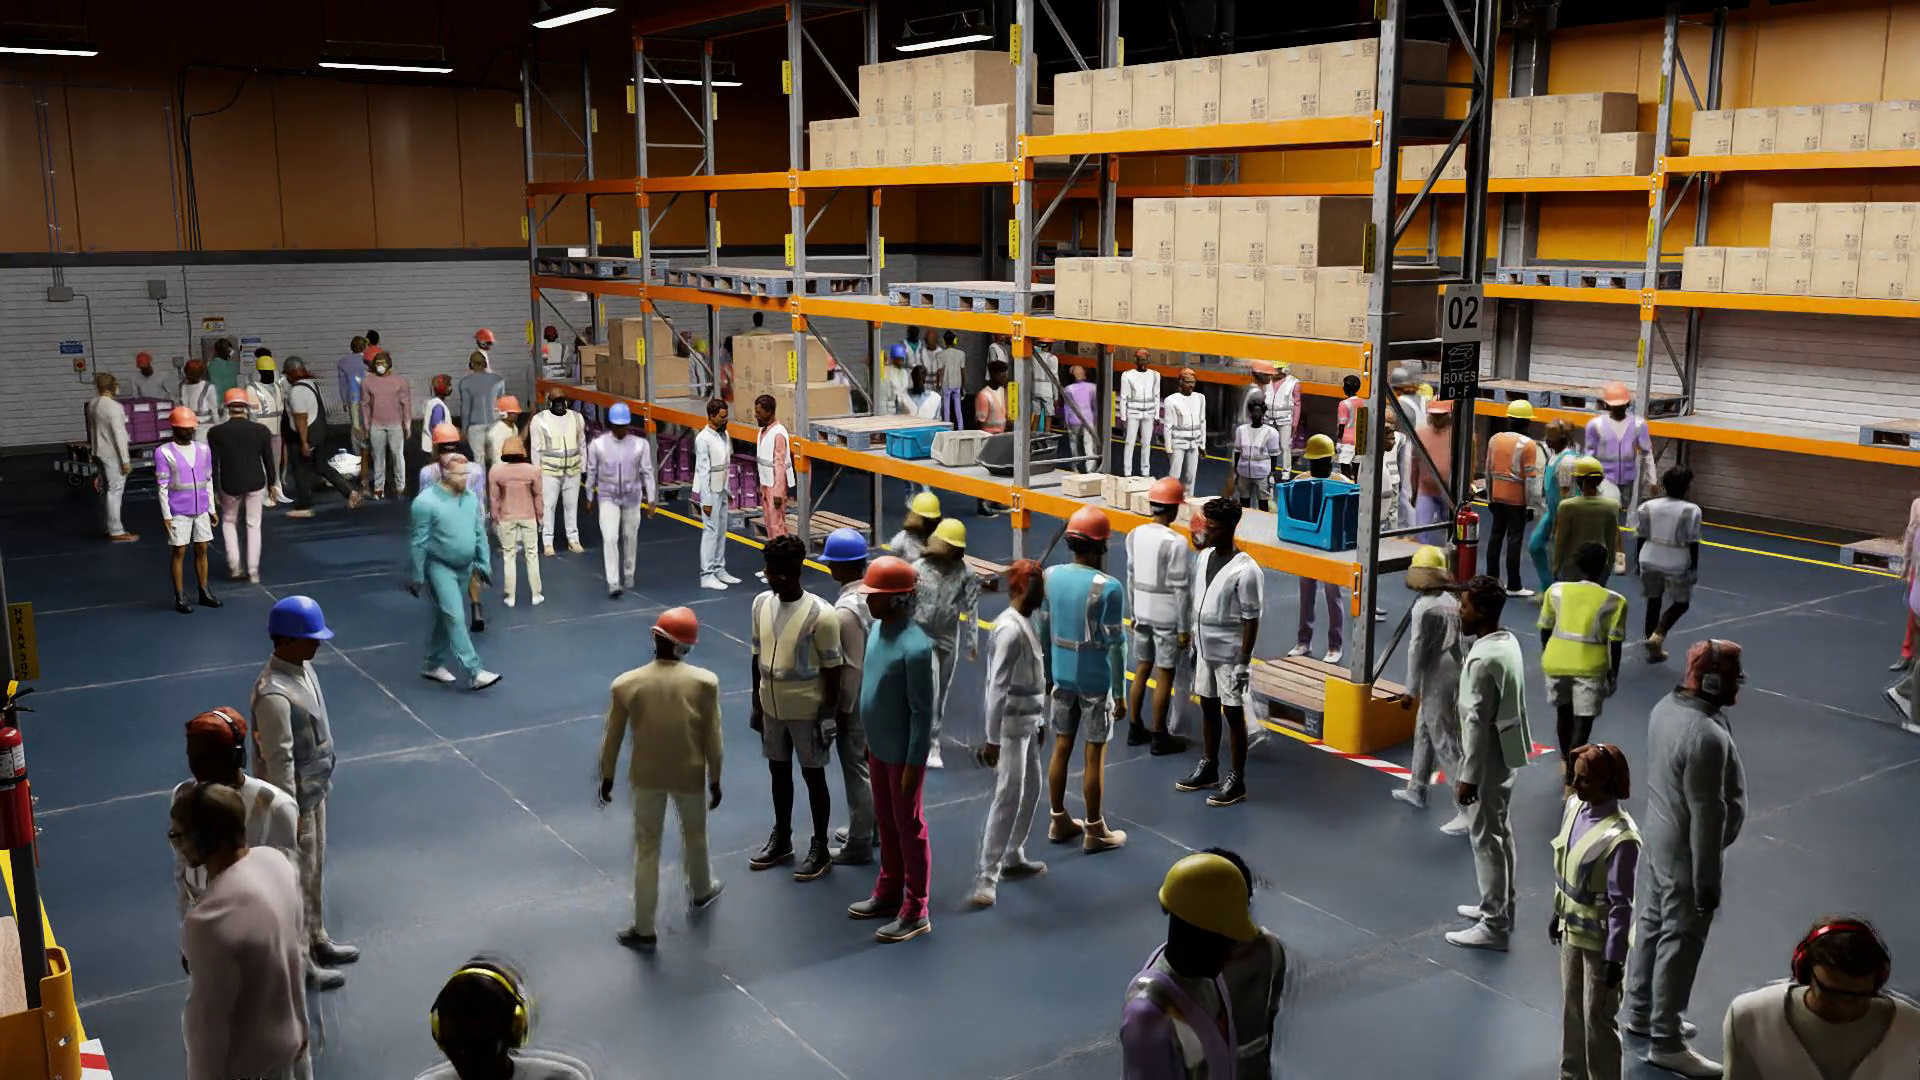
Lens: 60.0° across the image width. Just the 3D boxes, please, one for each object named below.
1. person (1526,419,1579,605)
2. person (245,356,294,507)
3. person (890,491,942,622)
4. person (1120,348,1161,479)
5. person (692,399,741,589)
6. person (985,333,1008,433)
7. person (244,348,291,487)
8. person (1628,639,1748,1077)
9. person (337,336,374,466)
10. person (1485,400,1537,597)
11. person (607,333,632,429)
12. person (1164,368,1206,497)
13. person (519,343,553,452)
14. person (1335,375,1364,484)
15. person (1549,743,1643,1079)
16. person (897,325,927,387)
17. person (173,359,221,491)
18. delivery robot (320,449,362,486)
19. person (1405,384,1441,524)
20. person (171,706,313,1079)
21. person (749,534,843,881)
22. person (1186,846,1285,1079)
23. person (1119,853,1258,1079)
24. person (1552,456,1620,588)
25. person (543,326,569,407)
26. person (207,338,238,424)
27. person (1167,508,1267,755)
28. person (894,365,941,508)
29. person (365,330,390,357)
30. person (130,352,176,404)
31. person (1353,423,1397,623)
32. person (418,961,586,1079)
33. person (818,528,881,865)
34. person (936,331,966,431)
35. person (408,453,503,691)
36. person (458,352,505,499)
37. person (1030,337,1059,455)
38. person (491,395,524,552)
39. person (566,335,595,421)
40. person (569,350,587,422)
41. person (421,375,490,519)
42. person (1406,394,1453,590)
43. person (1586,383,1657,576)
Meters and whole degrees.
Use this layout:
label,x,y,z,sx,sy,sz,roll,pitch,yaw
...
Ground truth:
label,x,y,z,sx,sy,sz,roll,pitch,yaw
person,5.556,-0.227,15.553,0.594,1.822,0.538,1,11,6
person,-8.834,-1.395,21.284,0.365,1.928,0.585,3,12,17
person,-0.326,0.446,12.444,0.494,1.711,0.643,-5,12,-25
person,2.492,-1.709,23.002,0.584,1.882,0.337,-2,11,-12
person,-2.456,-0.461,16.572,0.394,1.908,0.597,3,11,14
person,0.631,-2.677,28.053,0.390,1.846,0.564,3,11,16
person,-9.466,-1.676,22.802,0.619,1.895,1.026,-2,11,-12
person,3.201,1.356,7.259,0.402,1.905,0.651,1,11,7
person,-8.859,-2.055,24.647,0.627,1.934,0.371,0,11,-2
person,5.387,-0.410,16.240,0.388,1.927,0.589,-6,13,-28
person,-5.435,-2.384,26.338,0.588,1.930,0.364,-6,13,-28
person,2.717,-1.135,20.097,0.577,1.877,0.339,-5,12,-25
person,-6.632,-2.234,26.137,0.591,1.716,0.777,6,13,29
person,4.967,-1.247,21.138,0.537,1.694,0.320,-10,15,-42
person,2.552,1.603,6.708,0.314,1.633,0.519,-1,11,-3
person,-0.860,-2.848,29.002,0.673,1.821,0.527,-6,12,-27
person,-10.048,-1.495,22.025,0.633,1.850,0.901,3,12,17
delivery robot,-8.335,-0.990,22.491,0.477,0.478,0.707,3,11,13
person,5.495,-0.999,19.799,0.558,1.710,0.910,0,11,1
person,-2.757,1.542,6.397,0.573,1.877,0.353,4,12,19
person,-0.938,0.926,9.308,0.613,1.962,0.365,7,13,33
person,0.792,1.805,5.496,0.453,1.683,0.551,10,15,41
person,0.653,1.822,4.844,0.380,1.917,0.585,4,12,22
person,5.093,0.192,13.597,0.525,1.760,0.334,-1,11,-5
person,-6.762,-2.617,27.655,0.574,1.881,0.358,-5,12,-25
person,-10.630,-1.957,24.129,0.371,1.940,0.630,0,11,0
person,1.763,0.634,11.470,0.580,1.711,0.869,-11,15,-44
person,-0.525,-1.223,20.472,0.594,1.901,0.743,-1,11,-4
person,-9.452,-2.466,26.953,0.503,1.861,0.328,-9,14,-37
person,-12.002,-1.981,24.852,0.569,1.708,0.704,-1,11,-4
person,3.768,-0.168,15.247,0.384,1.836,0.560,3,11,15
person,-1.175,1.952,4.421,0.539,1.832,0.938,-1,11,-7
person,-0.614,0.889,9.545,0.397,1.944,0.618,2,11,11
person,-0.162,-2.423,26.706,0.517,1.865,0.334,-4,12,-18
person,-3.897,0.254,13.019,0.987,1.852,0.656,5,12,26
person,-6.252,-1.490,21.785,0.627,1.923,0.371,-9,15,-40
person,1.318,-2.262,25.724,0.546,1.928,0.382,9,14,39
person,-4.915,-0.729,18.346,0.449,1.732,0.602,1,11,6
person,-5.930,-2.293,26.148,0.519,1.833,0.370,1,11,5
person,-6.020,-2.242,26.388,0.513,1.631,0.321,6,13,30
person,-6.084,-1.073,19.918,0.880,1.807,0.601,-5,12,-22
person,4.826,-0.507,16.711,0.631,1.951,1.017,7,13,32
person,6.925,-0.679,17.506,0.707,1.985,1.074,2,11,9
